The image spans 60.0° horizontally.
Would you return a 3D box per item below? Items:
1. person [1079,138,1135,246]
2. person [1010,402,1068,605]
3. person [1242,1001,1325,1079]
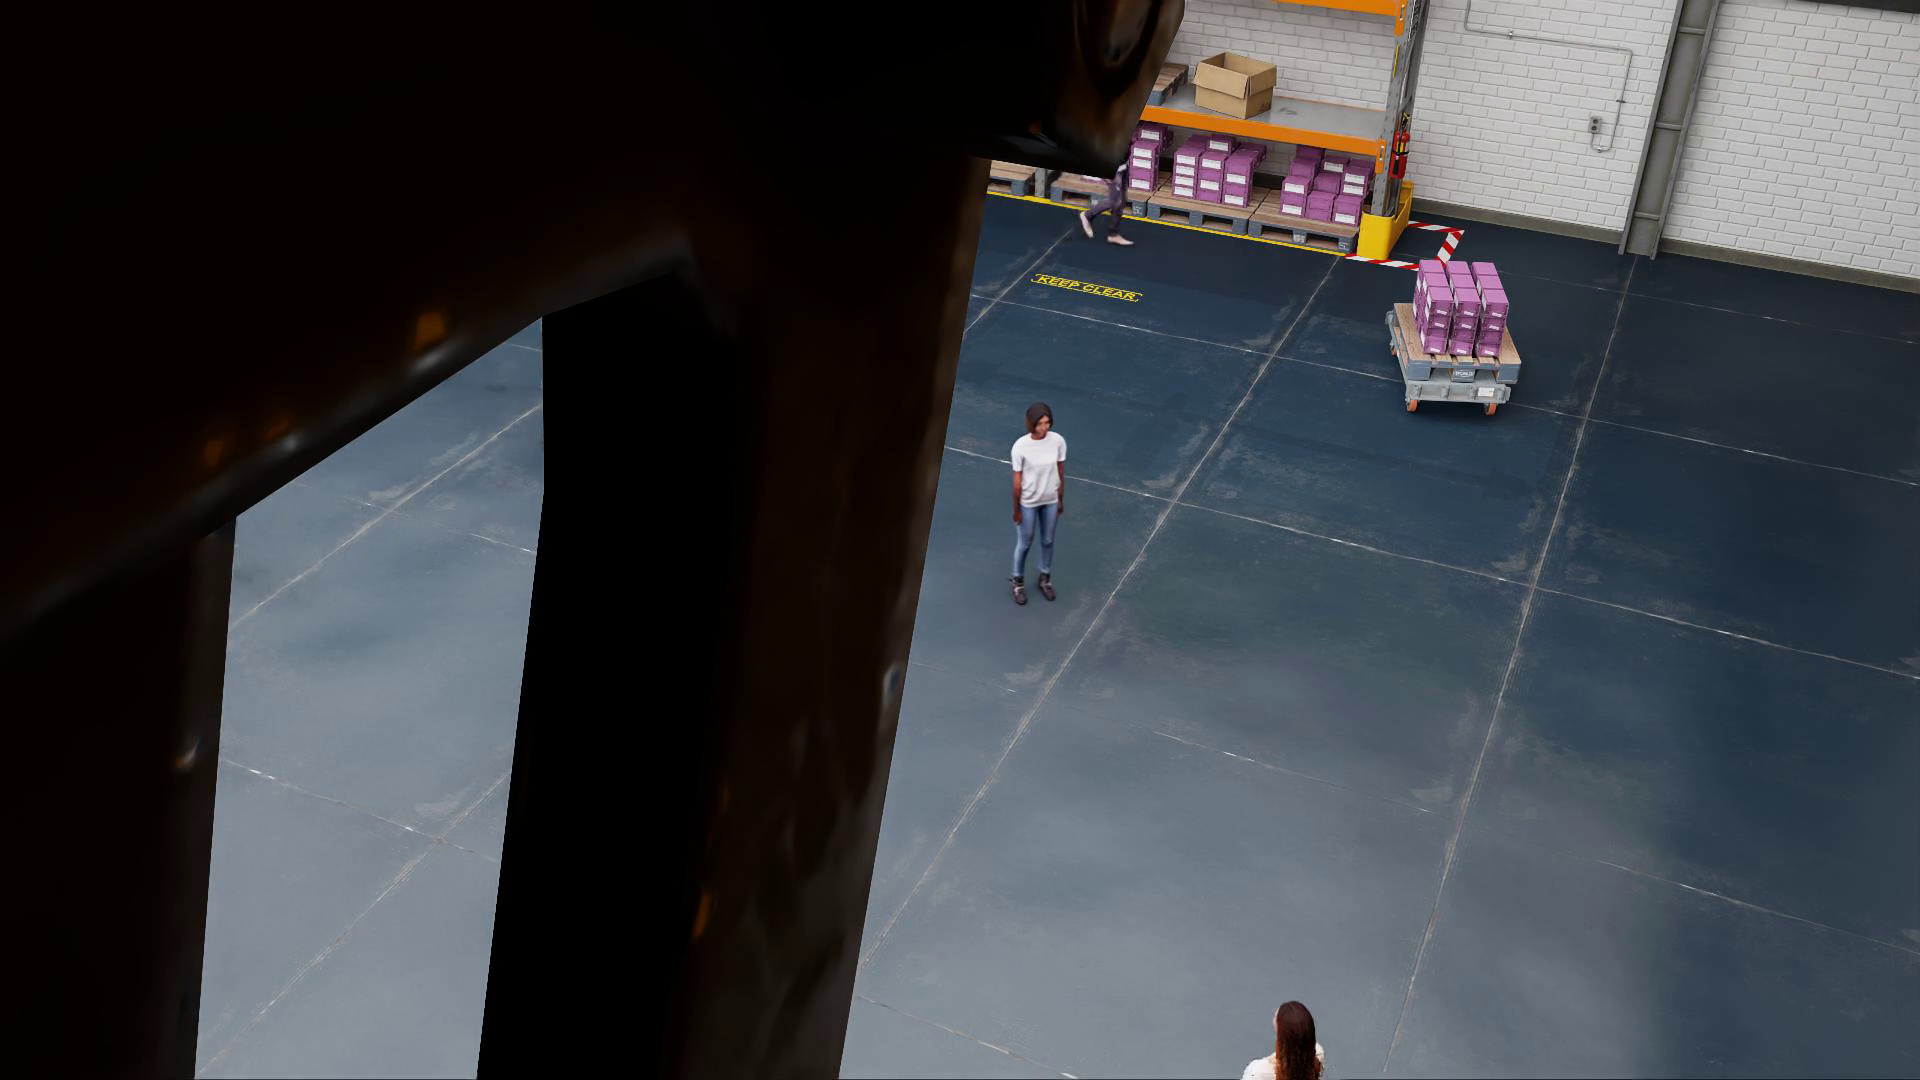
[{"bbox_3d":[1.636,-4.108,18.313,0.846,1.809,0.697,14,36,20],"label":"person"},{"bbox_3d":[0.590,-0.289,12.646,0.645,1.721,0.706,-11,35,-17],"label":"person"},{"bbox_3d":[1.539,2.902,7.889,0.894,1.674,0.956,-12,35,-17],"label":"person"}]
